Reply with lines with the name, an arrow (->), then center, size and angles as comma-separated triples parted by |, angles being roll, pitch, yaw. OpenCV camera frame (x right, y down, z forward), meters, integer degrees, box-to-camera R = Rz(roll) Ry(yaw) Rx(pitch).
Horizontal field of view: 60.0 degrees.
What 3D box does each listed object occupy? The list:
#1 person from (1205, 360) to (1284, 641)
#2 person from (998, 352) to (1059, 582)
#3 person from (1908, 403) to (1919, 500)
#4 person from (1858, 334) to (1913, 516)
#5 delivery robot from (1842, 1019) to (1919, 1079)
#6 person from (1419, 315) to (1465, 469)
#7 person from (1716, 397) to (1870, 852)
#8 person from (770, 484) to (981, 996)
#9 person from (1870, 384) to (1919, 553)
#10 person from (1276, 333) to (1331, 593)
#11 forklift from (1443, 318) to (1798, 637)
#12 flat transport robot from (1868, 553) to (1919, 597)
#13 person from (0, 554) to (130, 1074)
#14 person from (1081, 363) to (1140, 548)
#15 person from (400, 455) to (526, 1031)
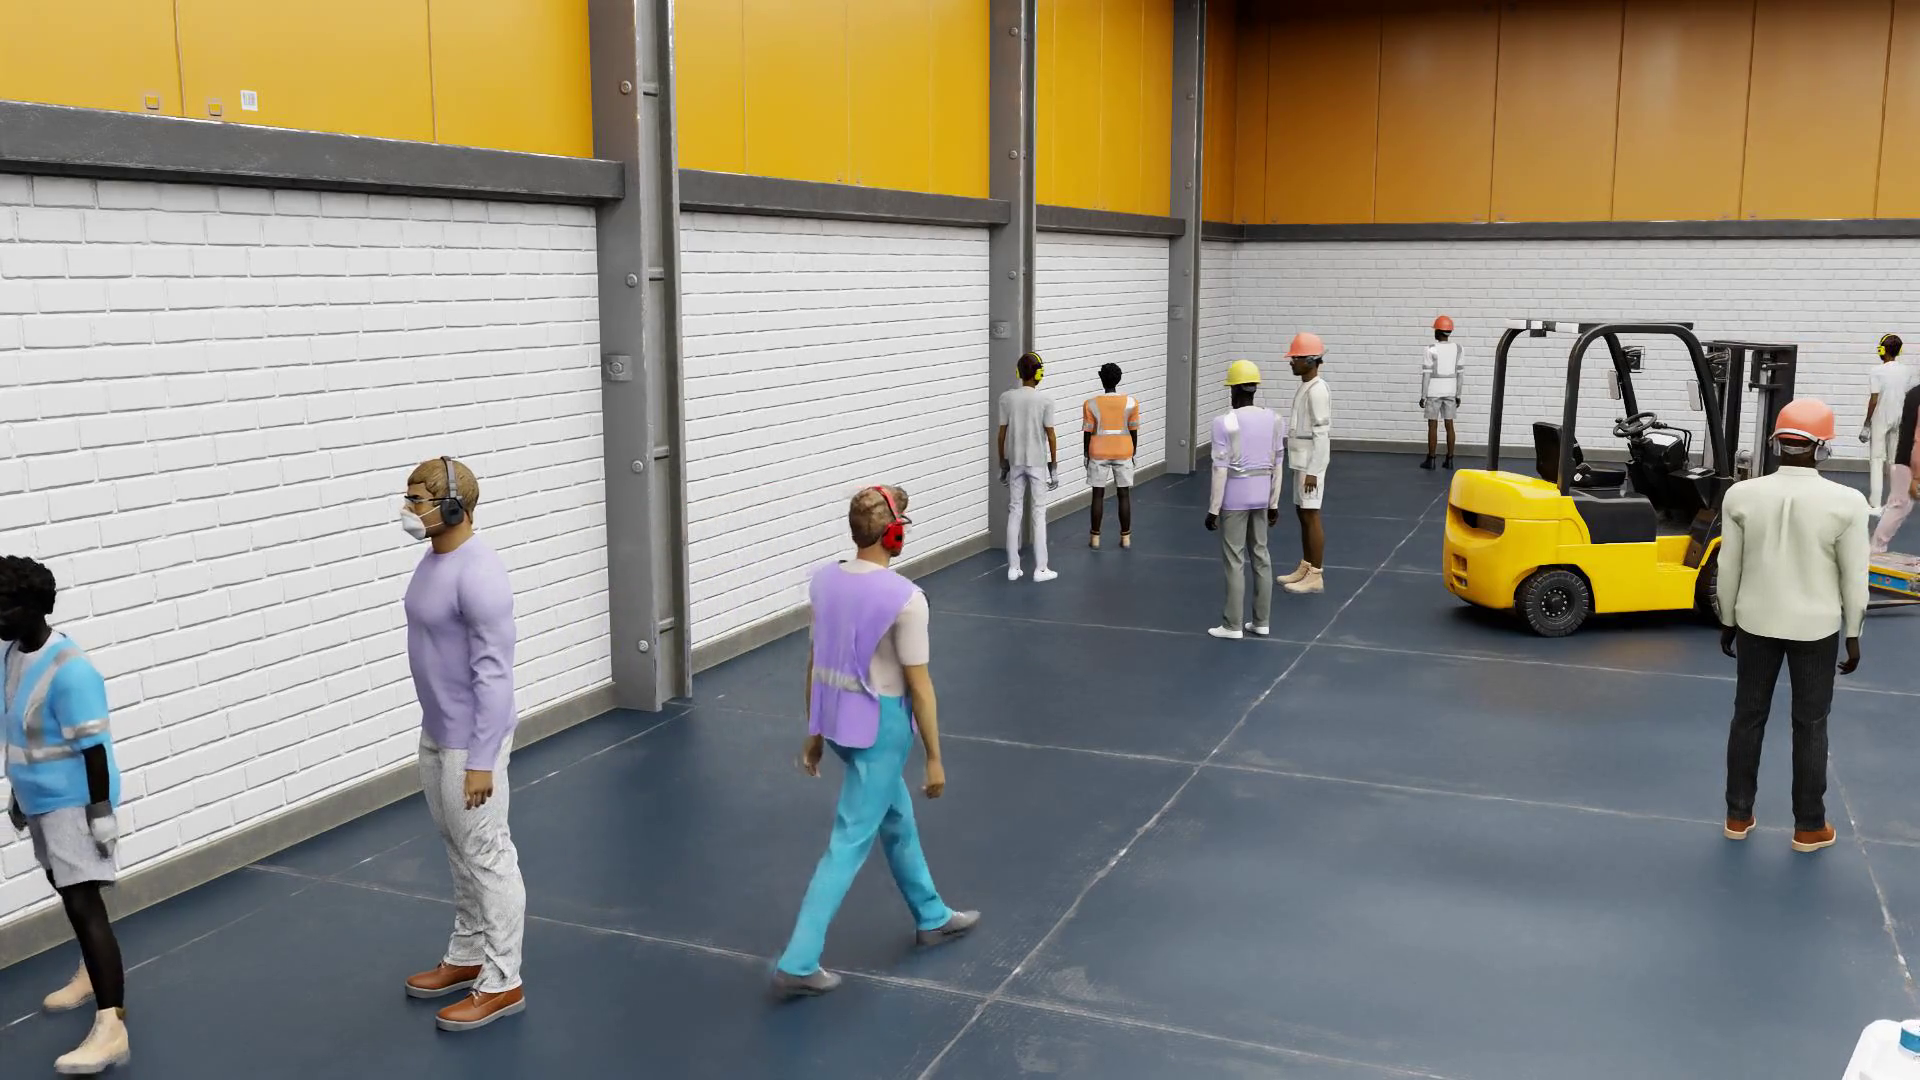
person -> 1.937, -0.271, 11.433 | 0.594, 1.923, 0.382 | -5, 11, -28
person -> 0.556, -0.595, 13.565 | 0.526, 1.869, 0.315 | 4, 10, 23
person -> 7.598, -0.510, 12.746 | 0.644, 1.965, 0.505 | 0, 9, 1
person -> 9.515, -1.179, 17.121 | 0.535, 1.863, 0.309 | -2, 10, -12
delivery robot -> 2.540, 1.522, 4.426 | 0.477, 0.478, 0.707 | 7, 12, 36
person -> 6.064, -1.856, 20.988 | 0.551, 1.940, 0.345 | -1, 9, -8
person -> 3.654, 0.371, 7.329 | 0.611, 1.995, 0.374 | 7, 12, 38
person -> -0.309, 0.696, 5.959 | 0.994, 1.799, 0.579 | -8, 12, -38
person -> 7.947, -0.638, 13.672 | 0.633, 1.925, 0.891 | -5, 11, -27
person -> 2.703, -0.600, 13.073 | 0.379, 2.041, 0.616 | 0, 9, 2
forklift -> 4.706, -0.497, 11.990 | 2.313, 2.155, 1.214 | -2, 10, -10
flat transport robot -> 7.484, 0.294, 13.009 | 0.652, 0.197, 1.431 | -3, 10, -16
person -> -2.916, 0.858, 5.430 | 0.698, 1.662, 0.468 | 7, 12, 37
person -> 1.365, -0.760, 15.111 | 0.534, 1.695, 0.319 | 0, 9, 0
person -> -1.694, 0.677, 5.646 | 0.371, 1.941, 0.627 | -6, 11, -33
